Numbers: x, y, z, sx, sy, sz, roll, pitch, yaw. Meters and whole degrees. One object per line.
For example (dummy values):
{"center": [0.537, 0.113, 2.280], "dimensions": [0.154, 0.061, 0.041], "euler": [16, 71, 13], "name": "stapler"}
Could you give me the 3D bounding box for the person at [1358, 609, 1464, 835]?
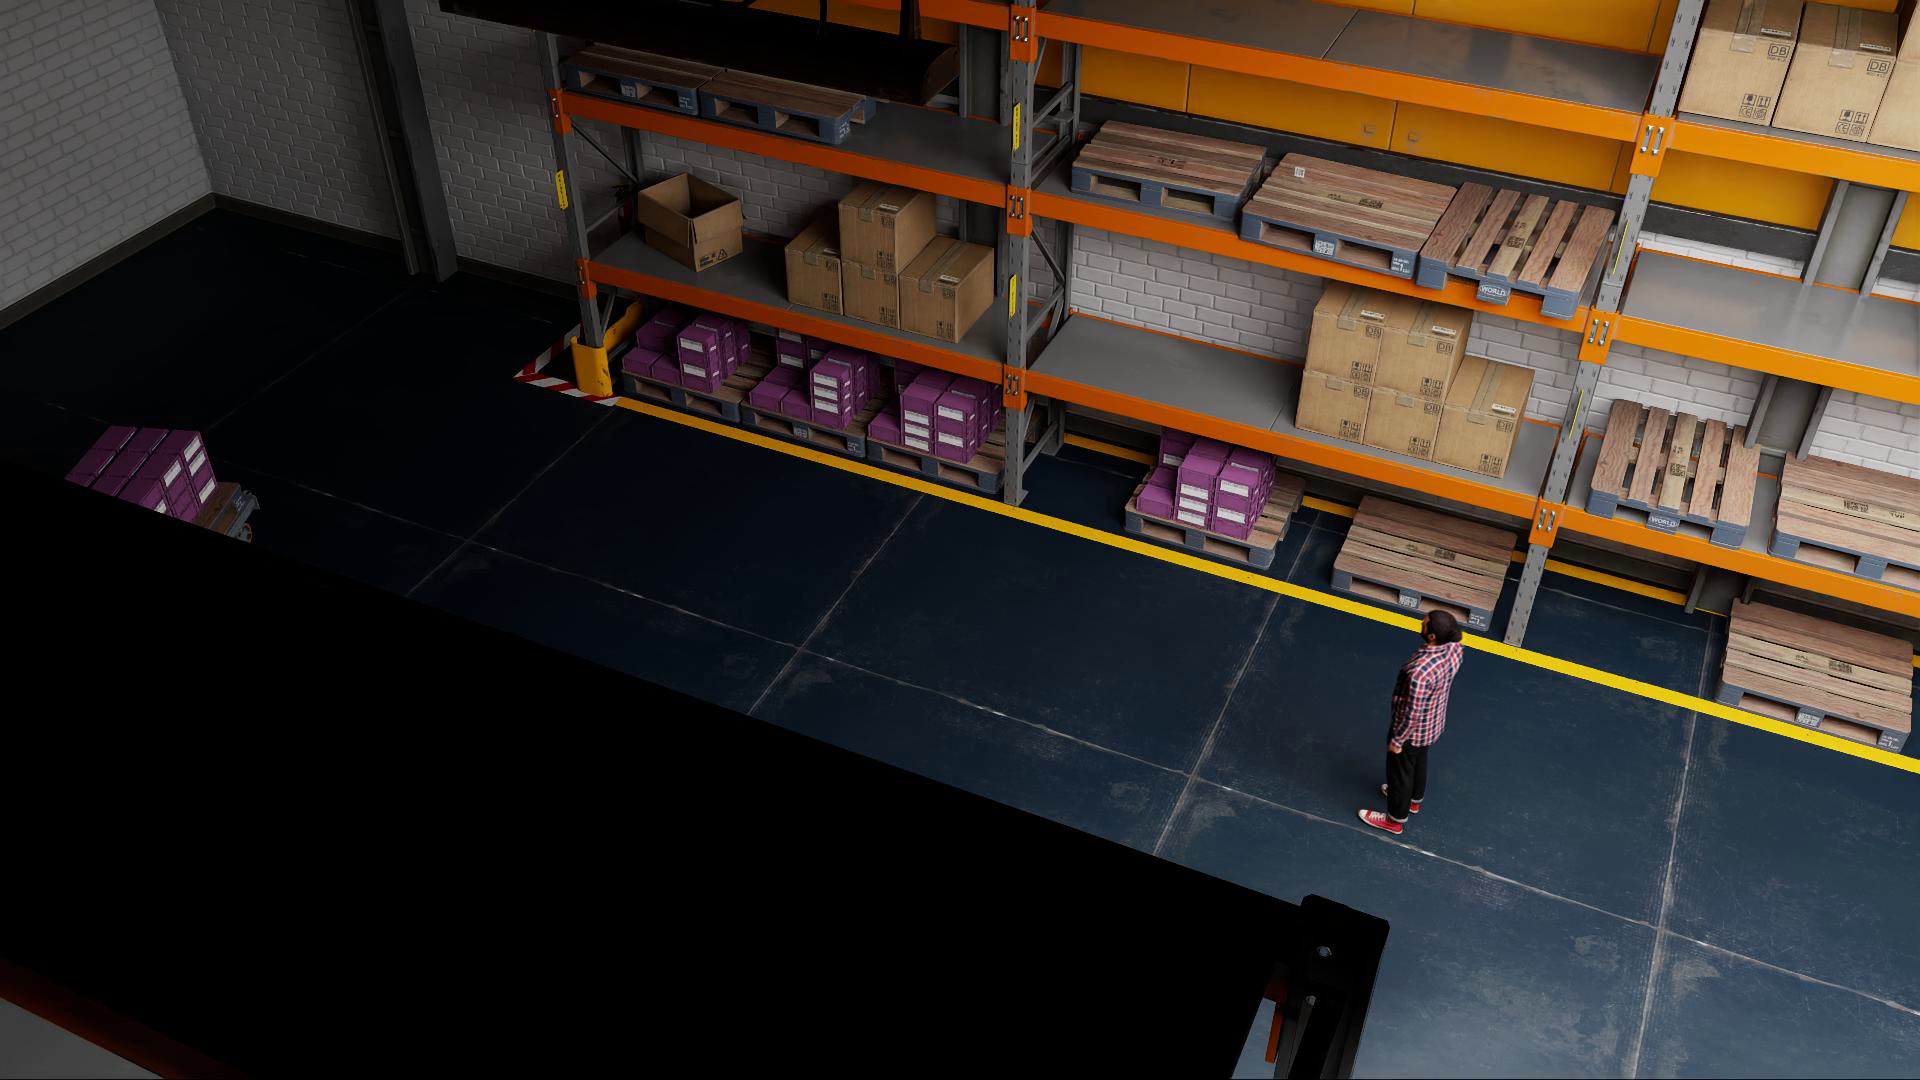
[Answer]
{"center": [2.830, 1.111, 10.322], "dimensions": [0.670, 1.761, 0.756], "euler": [26, 46, 29], "name": "person"}
